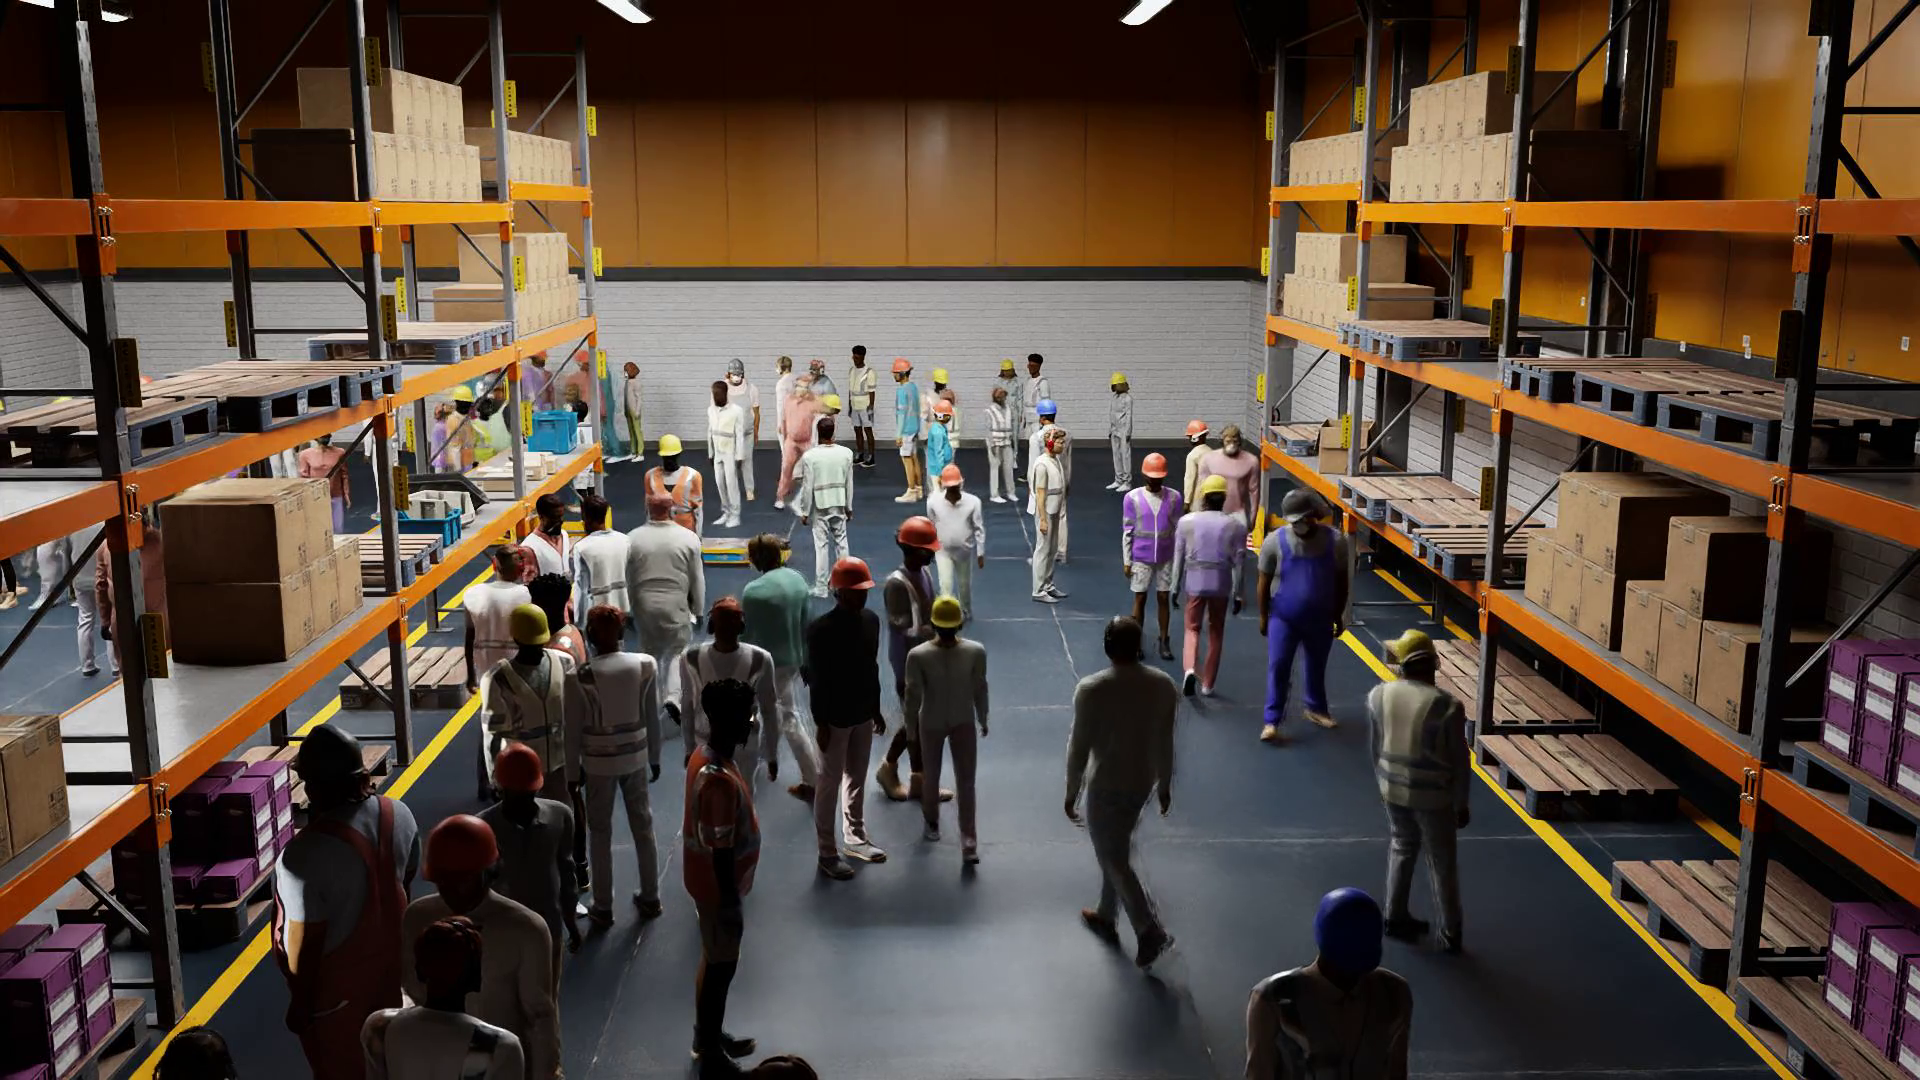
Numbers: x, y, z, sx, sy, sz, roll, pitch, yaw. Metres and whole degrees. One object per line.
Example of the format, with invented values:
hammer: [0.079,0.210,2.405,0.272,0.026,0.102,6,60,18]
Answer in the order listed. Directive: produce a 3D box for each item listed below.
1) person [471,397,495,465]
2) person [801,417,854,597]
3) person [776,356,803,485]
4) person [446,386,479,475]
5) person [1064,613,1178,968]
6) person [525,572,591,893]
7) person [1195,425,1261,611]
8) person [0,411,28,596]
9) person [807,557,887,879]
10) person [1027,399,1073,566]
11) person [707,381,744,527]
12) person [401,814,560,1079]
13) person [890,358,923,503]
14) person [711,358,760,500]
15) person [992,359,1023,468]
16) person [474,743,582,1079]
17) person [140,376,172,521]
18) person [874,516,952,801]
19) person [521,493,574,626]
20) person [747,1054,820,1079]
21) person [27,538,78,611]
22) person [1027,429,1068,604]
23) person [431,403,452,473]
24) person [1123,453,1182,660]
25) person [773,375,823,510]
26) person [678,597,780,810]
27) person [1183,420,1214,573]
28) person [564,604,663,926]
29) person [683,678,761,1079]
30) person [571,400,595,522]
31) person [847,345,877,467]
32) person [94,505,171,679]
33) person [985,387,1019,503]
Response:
person: [-6.283,-1.072,21.931,0.649,1.682,0.543,8,14,36]
person: [-1.401,-0.345,17.669,0.587,1.920,0.392,-6,13,-29]
person: [-2.561,-1.786,24.879,0.370,1.931,0.639,4,12,20]
person: [-6.322,-1.005,21.015,0.631,1.907,0.612,-1,11,-7]
person: [0.930,1.368,9.125,0.677,1.907,0.880,-6,13,-26]
person: [-2.409,1.156,10.019,0.361,1.964,0.614,-2,11,-11]
person: [2.738,-0.224,17.088,0.653,1.915,0.716,2,12,12]
person: [-10.269,-0.428,17.777,0.536,2.000,0.687,-9,14,-38]
person: [-0.687,1.080,10.331,0.383,1.996,0.609,9,14,38]
person: [1.029,-0.658,19.189,0.611,1.938,0.412,-8,14,-35]
person: [-3.035,-1.126,21.626,0.613,1.908,0.404,8,14,35]
person: [-1.758,1.937,6.072,0.619,1.986,0.410,3,12,16]
person: [-0.769,-1.545,23.422,0.427,2.032,0.618,3,12,17]
person: [-3.152,-1.559,23.447,0.680,2.000,0.535,-2,11,-9]
person: [0.756,-2.000,26.409,0.492,1.742,0.323,1,11,7]
person: [-1.977,1.758,7.546,0.573,1.746,0.347,-9,14,-37]
person: [-10.661,-1.198,21.933,0.547,1.929,0.386,3,12,14]
person: [-0.336,0.834,11.486,0.547,2.033,0.616,4,12,19]
person: [-3.248,0.567,13.136,0.401,1.907,0.597,3,12,14]
person: [-0.487,2.322,5.046,0.277,1.628,0.507,4,12,20]
person: [-9.257,-0.190,17.029,0.636,1.870,0.784,4,12,18]
person: [0.916,-0.259,17.452,0.394,1.836,0.560,4,12,20]
person: [-6.673,-0.964,21.499,0.315,1.632,0.523,-3,12,-12]
person: [1.755,0.156,15.157,0.548,1.925,0.392,-1,11,-4]
person: [-2.192,-1.305,22.624,0.655,1.864,0.899,3,12,16]
person: [-1.362,1.257,9.822,0.591,1.837,0.882,-1,11,-5]
person: [2.683,-0.487,18.837,0.355,1.739,0.573,8,14,36]
person: [-1.990,1.291,9.583,0.585,1.876,0.344,-7,13,-32]
person: [-1.115,1.599,7.845,0.374,1.956,0.605,-2,12,-12]
person: [-4.804,-0.932,21.168,0.320,1.697,0.532,3,12,16]
person: [-1.579,-2.147,26.612,0.373,1.959,0.605,-11,15,-43]
person: [-6.356,0.612,12.923,0.639,1.902,0.406,-3,12,-15]
person: [0.577,-1.340,23.381,0.525,1.632,0.359,-8,14,-36]
